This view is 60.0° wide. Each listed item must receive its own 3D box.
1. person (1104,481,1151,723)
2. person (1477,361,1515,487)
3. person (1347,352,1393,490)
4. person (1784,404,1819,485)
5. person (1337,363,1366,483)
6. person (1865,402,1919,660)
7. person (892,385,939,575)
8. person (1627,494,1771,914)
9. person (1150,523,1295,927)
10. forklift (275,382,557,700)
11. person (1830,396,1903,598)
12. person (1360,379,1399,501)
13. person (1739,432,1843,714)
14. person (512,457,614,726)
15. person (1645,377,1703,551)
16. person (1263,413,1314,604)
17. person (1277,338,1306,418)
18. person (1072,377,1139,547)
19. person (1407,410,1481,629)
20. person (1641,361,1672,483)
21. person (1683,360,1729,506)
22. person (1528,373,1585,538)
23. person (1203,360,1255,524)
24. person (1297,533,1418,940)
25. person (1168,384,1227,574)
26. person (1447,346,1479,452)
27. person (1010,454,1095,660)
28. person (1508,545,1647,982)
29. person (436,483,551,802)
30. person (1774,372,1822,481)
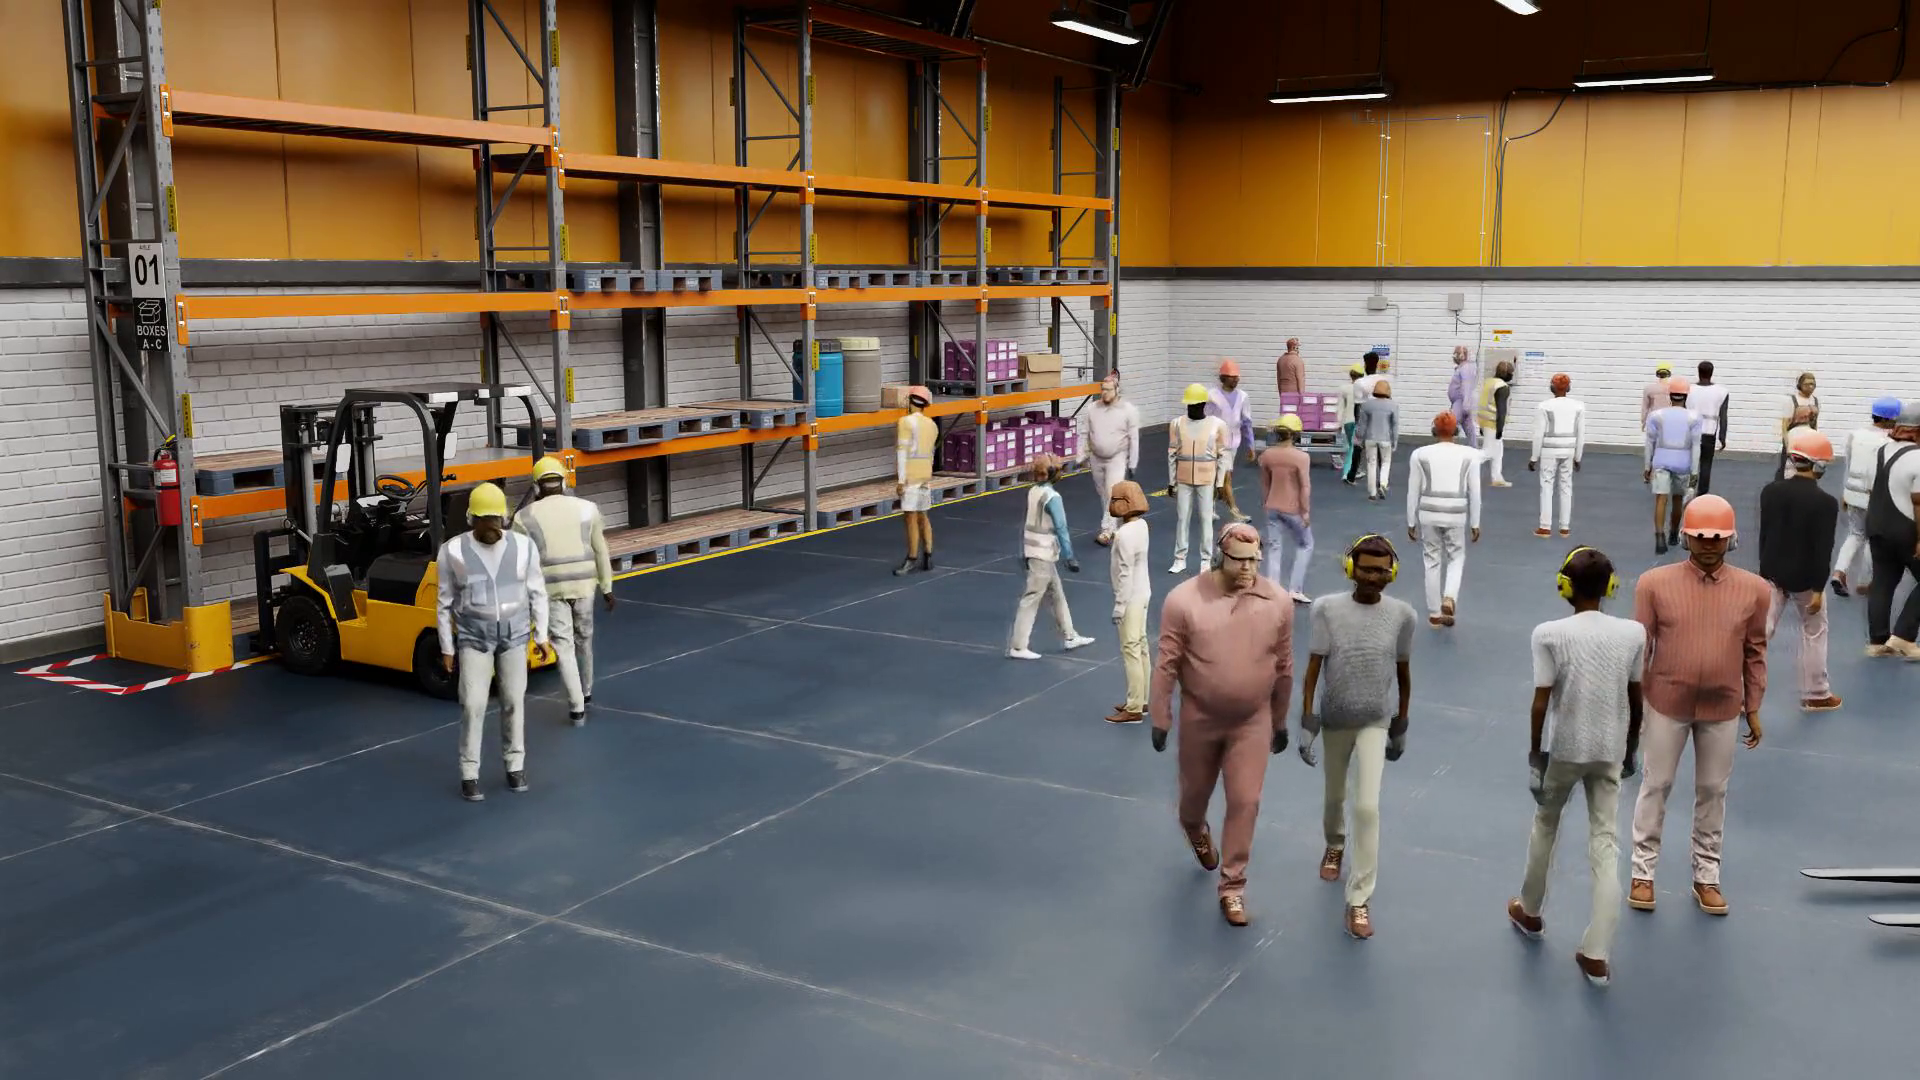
[{"bbox_3d":[1.132,0.415,11.151,0.281,1.633,0.501,4,10,21],"label":"person"},{"bbox_3d":[7.388,-1.615,23.367,0.792,1.800,0.638,0,9,1],"label":"person"},{"bbox_3d":[5.760,-1.671,23.338,0.608,1.907,1.027,-2,9,-10],"label":"person"},{"bbox_3d":[8.966,-0.654,17.844,0.561,1.619,0.534,0,9,0],"label":"person"},{"bbox_3d":[5.726,-1.694,24.068,0.538,1.720,0.929,8,12,40],"label":"person"},{"bbox_3d":[7.353,-0.071,12.917,0.535,2.000,0.712,-1,9,-7],"label":"person"},{"bbox_3d":[-0.493,-0.597,16.732,0.373,1.889,0.707,7,11,35],"label":"person"},{"bbox_3d":[3.450,0.771,7.803,0.616,1.993,0.395,2,9,12],"label":"person"},{"bbox_3d":[1.249,0.812,7.972,0.682,1.869,0.850,0,9,3],"label":"person"},{"bbox_3d":[-3.974,-0.067,12.417,2.313,2.155,1.214,5,11,30],"label":"forklift"},{"bbox_3d":[8.317,-0.375,15.255,0.640,1.903,0.664,-2,9,-14],"label":"person"},{"bbox_3d":[5.534,-1.309,21.976,0.503,1.619,0.351,3,10,18],"label":"person"},{"bbox_3d":[5.620,0.238,11.283,0.996,1.957,0.617,-5,10,-26],"label":"person"},{"bbox_3d":[-2.702,0.329,11.260,0.638,1.774,0.797,-5,10,-26],"label":"person"},{"bbox_3d":[7.751,-0.825,18.103,0.556,1.896,0.970,4,10,26],"label":"person"},{"bbox_3d":[2.978,-0.270,15.038,0.487,1.749,0.551,-9,12,-43],"label":"person"},{"bbox_3d":[5.711,-2.507,28.528,0.409,1.913,0.642,-5,10,-28],"label":"person"},{"bbox_3d":[1.600,-0.864,18.430,0.661,1.863,0.981,5,10,29],"label":"person"},{"bbox_3d":[4.059,-0.158,13.981,0.603,1.872,0.489,2,9,14],"label":"person"},{"bbox_3d":[10.013,-1.670,23.773,0.533,1.765,0.331,6,11,31],"label":"person"},{"bbox_3d":[9.599,-1.379,21.535,0.609,1.899,0.786,4,10,21],"label":"person"},{"bbox_3d":[6.798,-0.956,18.947,0.622,1.878,0.362,-1,9,-5],"label":"person"},{"bbox_3d":[3.215,-1.161,19.903,0.625,1.980,1.069,-4,10,-24],"label":"person"},{"bbox_3d":[1.877,0.851,7.878,0.533,1.825,0.956,2,9,14],"label":"person"},{"bbox_3d":[2.362,-0.604,16.626,0.589,1.919,0.391,3,10,20],"label":"person"},{"bbox_3d":[7.840,-2.143,26.402,0.959,1.856,0.673,3,10,17],"label":"person"},{"bbox_3d":[0.742,0.136,12.994,0.816,1.605,0.520,-2,9,-13],"label":"person"},{"bbox_3d":[2.732,0.934,7.313,0.535,1.834,0.875,1,9,5],"label":"person"},{"bbox_3d":[-2.692,0.570,9.601,0.611,1.824,0.431,-4,10,-25],"label":"person"},{"bbox_3d":[10.444,-1.186,20.684,0.512,1.793,1.012,0,9,0],"label":"person"}]
